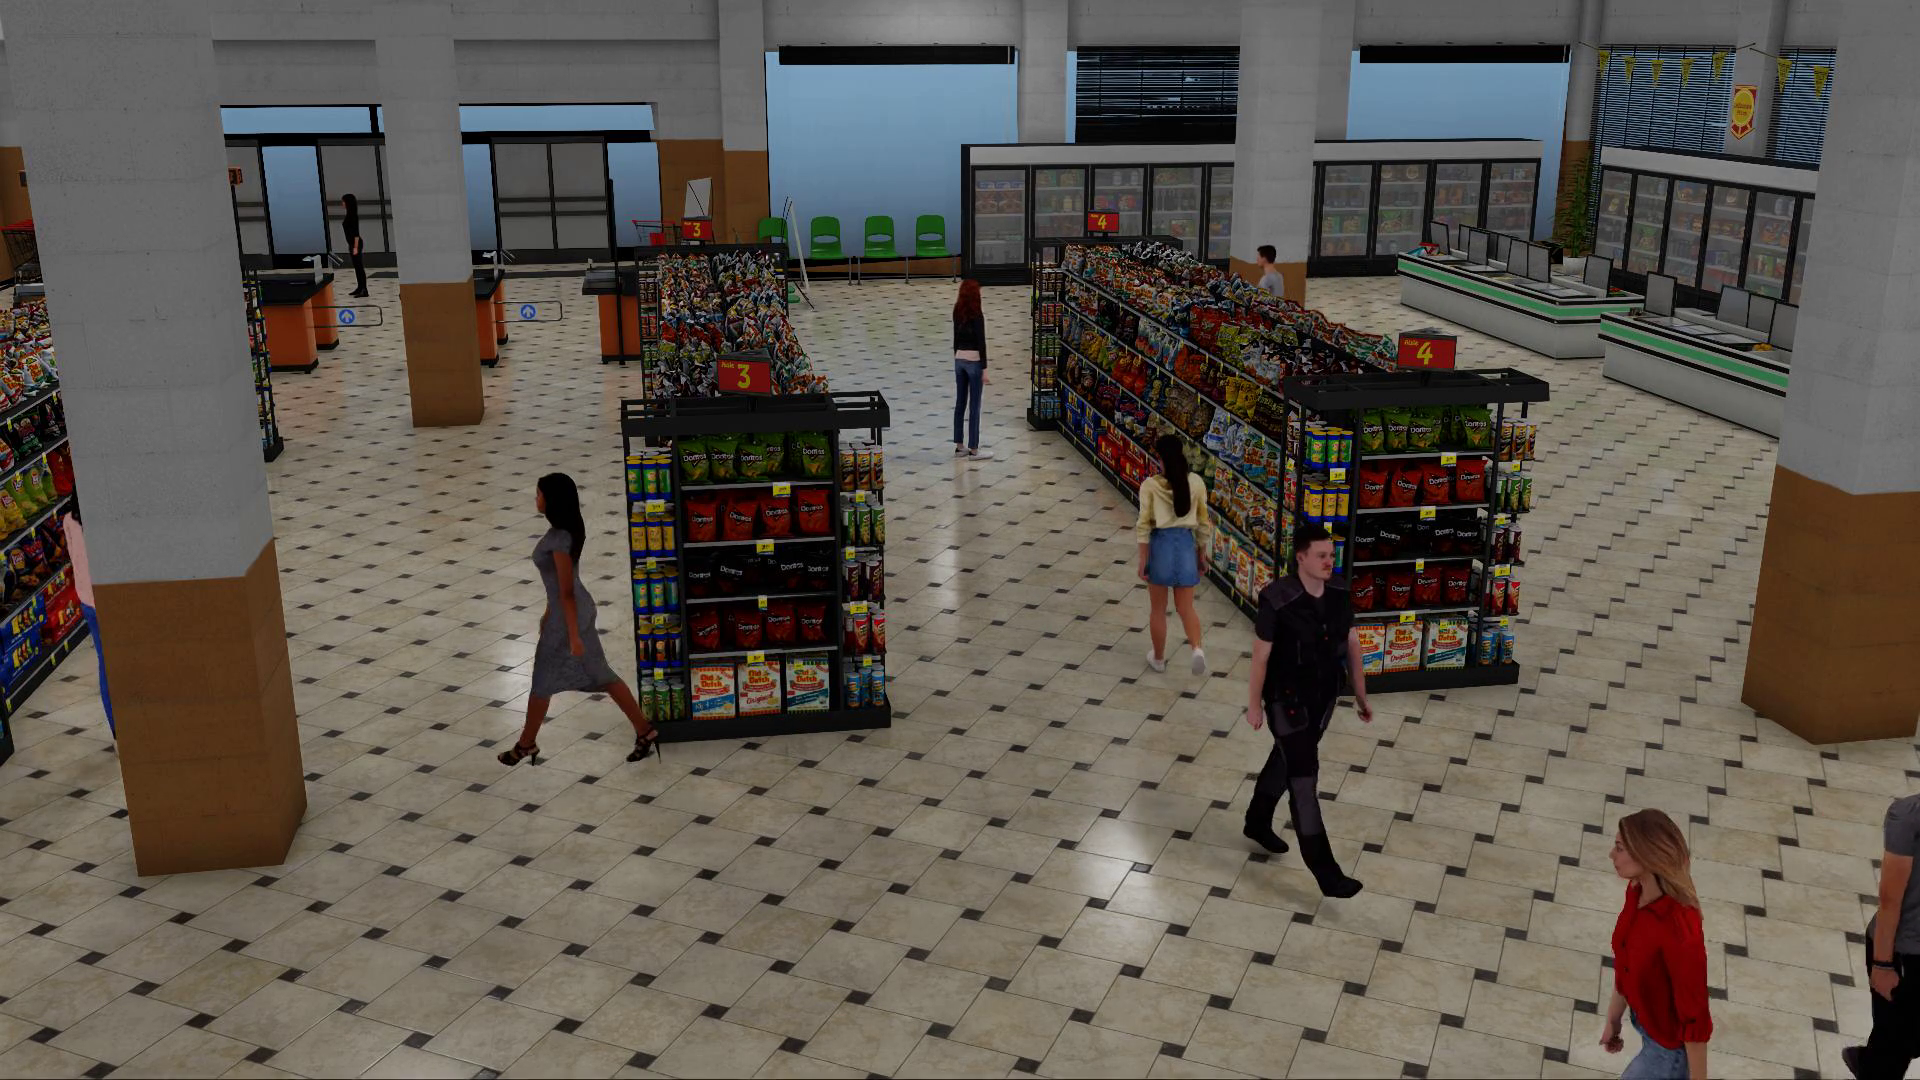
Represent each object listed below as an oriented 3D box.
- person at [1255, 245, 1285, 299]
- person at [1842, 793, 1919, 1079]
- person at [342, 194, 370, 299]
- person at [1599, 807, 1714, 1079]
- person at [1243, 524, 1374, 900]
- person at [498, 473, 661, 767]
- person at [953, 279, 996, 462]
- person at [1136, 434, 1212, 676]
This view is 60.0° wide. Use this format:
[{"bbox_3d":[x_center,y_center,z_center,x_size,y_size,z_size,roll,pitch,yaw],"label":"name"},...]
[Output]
[{"bbox_3d":[3.552,-2.355,18.659,1.177,1.800,1.080,12,21,35],"label":"person"},{"bbox_3d":[3.504,1.468,6.156,0.669,1.749,0.823,-4,17,-14],"label":"person"},{"bbox_3d":[-9.756,-4.759,26.848,0.704,1.642,0.559,-10,19,-29],"label":"person"},{"bbox_3d":[2.429,1.711,5.531,0.920,1.647,1.167,0,17,0],"label":"person"},{"bbox_3d":[1.635,0.802,8.270,1.003,1.795,1.292,-10,20,-30],"label":"person"},{"bbox_3d":[-2.079,0.504,9.366,0.821,1.727,1.134,0,17,1],"label":"person"},{"bbox_3d":[0.091,-1.692,16.493,0.723,1.789,0.626,-13,21,-37],"label":"person"},{"bbox_3d":[1.389,0.143,10.755,0.661,1.611,0.948,-4,17,-12],"label":"person"}]
